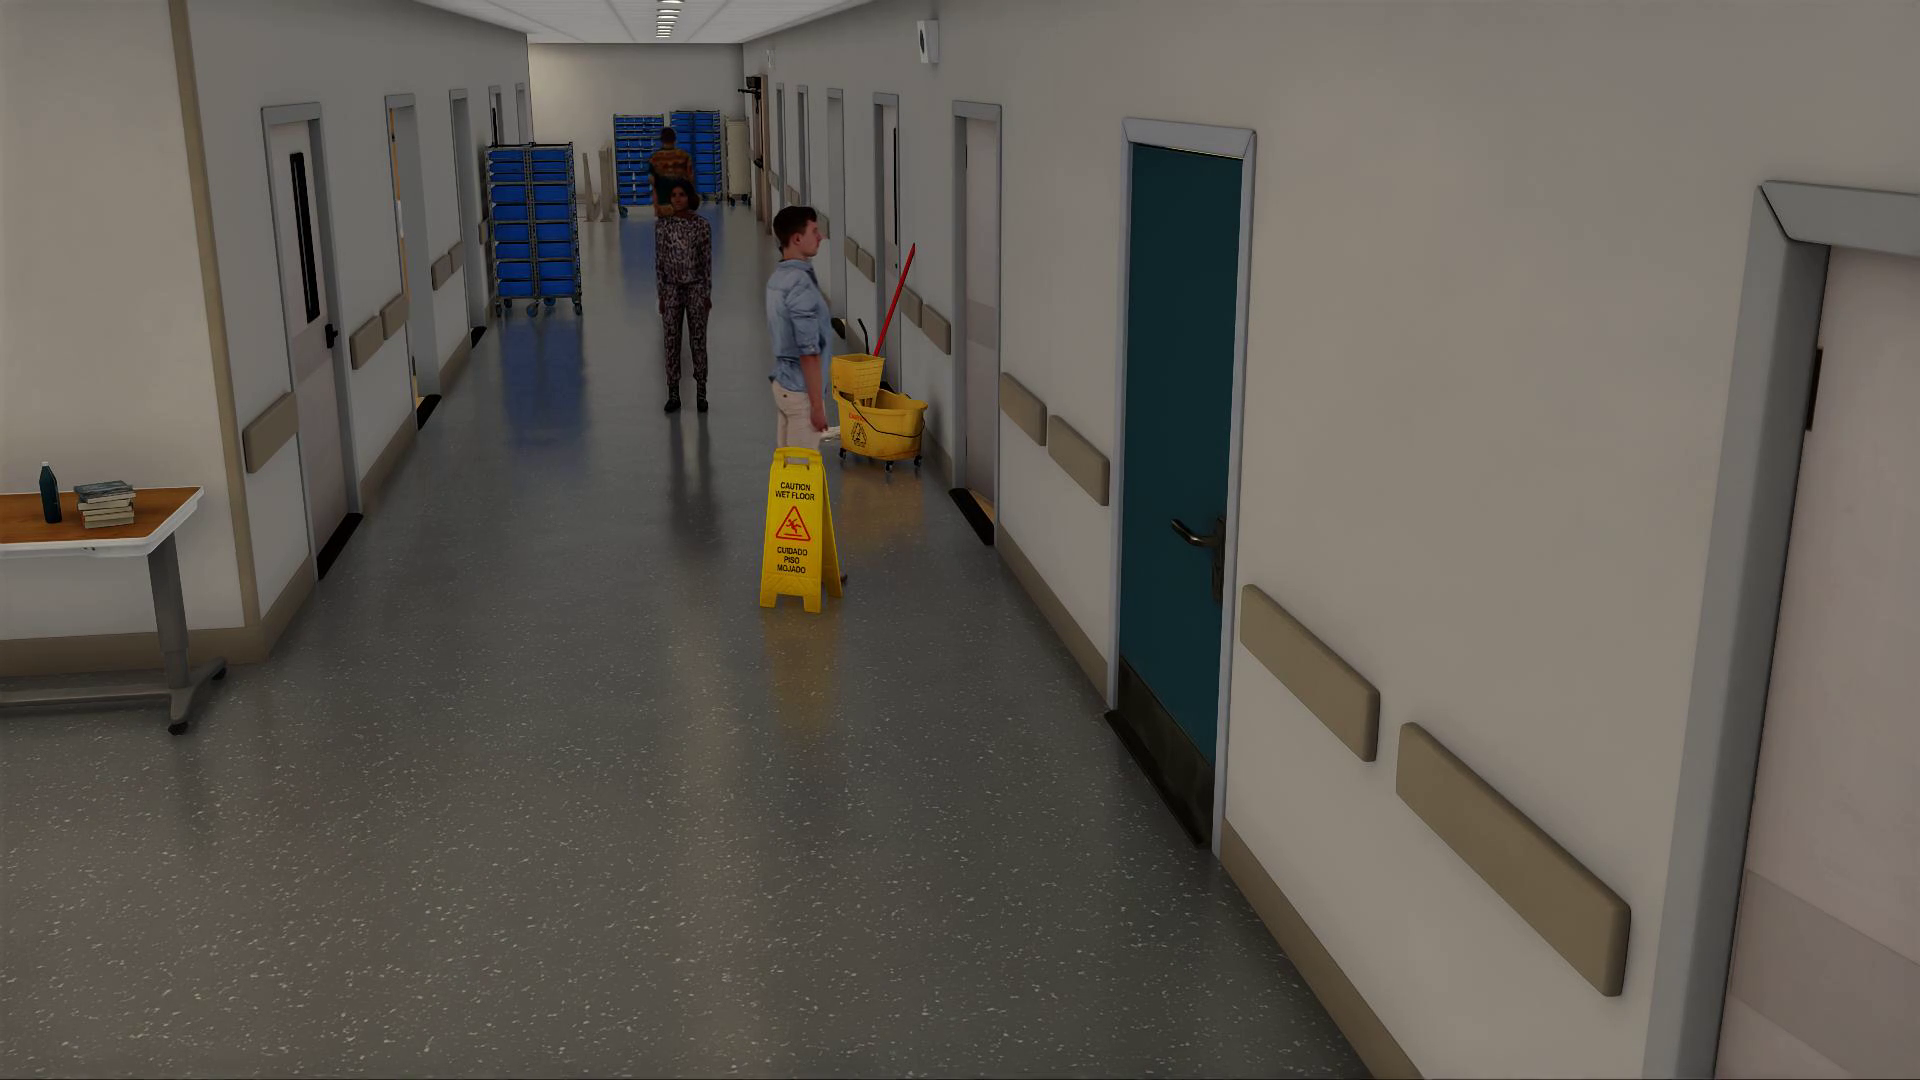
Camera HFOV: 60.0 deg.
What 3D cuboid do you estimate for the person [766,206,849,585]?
[{"bbox_3d":[-0.807,-0.725,8.253,0.736,1.847,0.541,-5,17,-18],"label":"person"}]

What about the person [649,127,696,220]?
[{"bbox_3d":[-3.457,-4.027,20.064,0.775,1.753,1.197,-1,16,-3],"label":"person"}]

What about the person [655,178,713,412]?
[{"bbox_3d":[-2.043,-1.818,12.377,0.606,1.714,0.603,0,16,0],"label":"person"}]
